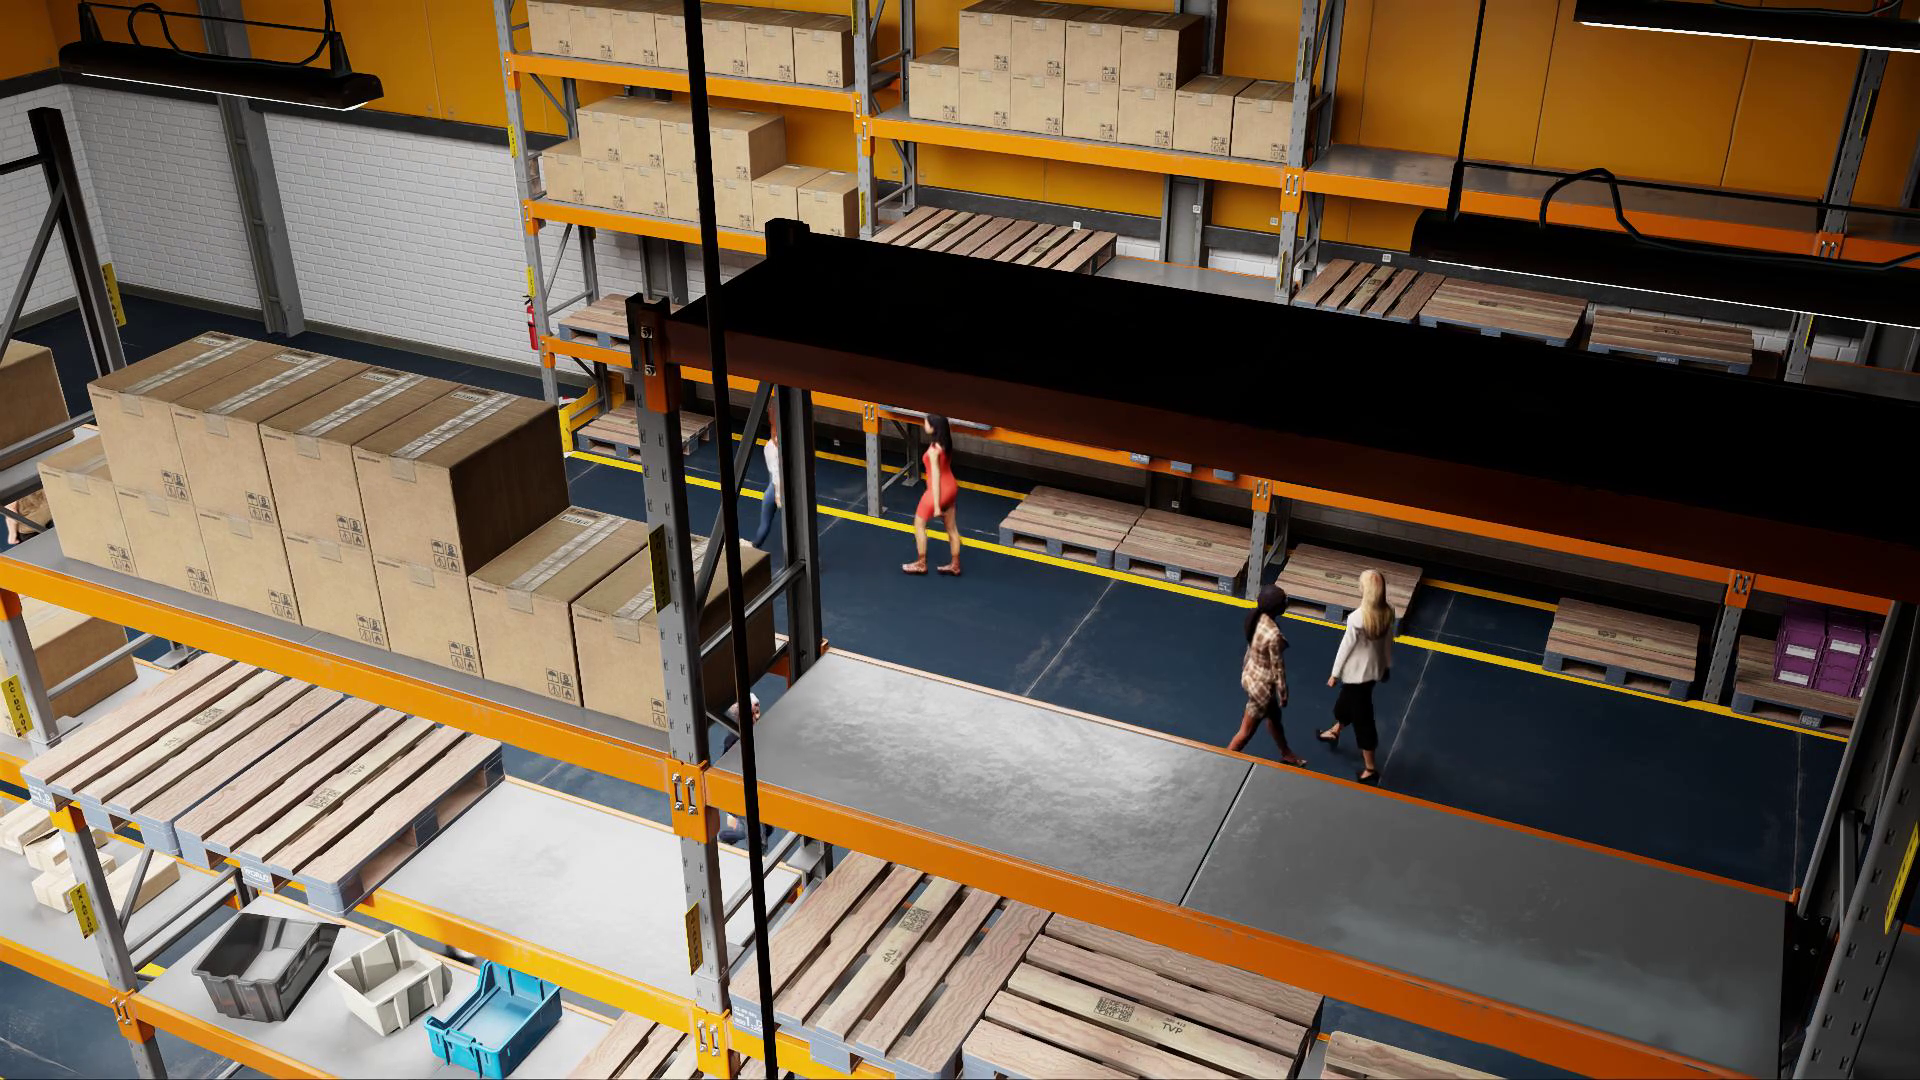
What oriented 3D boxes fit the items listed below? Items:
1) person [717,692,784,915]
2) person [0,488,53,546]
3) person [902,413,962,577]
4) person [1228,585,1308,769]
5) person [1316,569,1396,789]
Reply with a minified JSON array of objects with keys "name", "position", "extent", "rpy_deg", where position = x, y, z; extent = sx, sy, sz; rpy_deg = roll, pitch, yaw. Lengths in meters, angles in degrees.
[{"name":"person","position":[-1.526,1.802,11.580],"extent":[1.001,1.754,0.789],"rpy_deg":[17,33,29]},{"name":"person","position":[-8.395,-0.181,15.014],"extent":[0.660,1.849,0.726],"rpy_deg":[4,29,8]},{"name":"person","position":[-0.102,-0.407,15.584],"extent":[0.765,1.700,0.604],"rpy_deg":[13,31,22]},{"name":"person","position":[2.215,1.172,12.649],"extent":[1.139,1.739,0.975],"rpy_deg":[-5,29,-9]},{"name":"person","position":[3.138,1.104,12.683],"extent":[0.949,1.826,1.107],"rpy_deg":[-18,33,-29]}]
